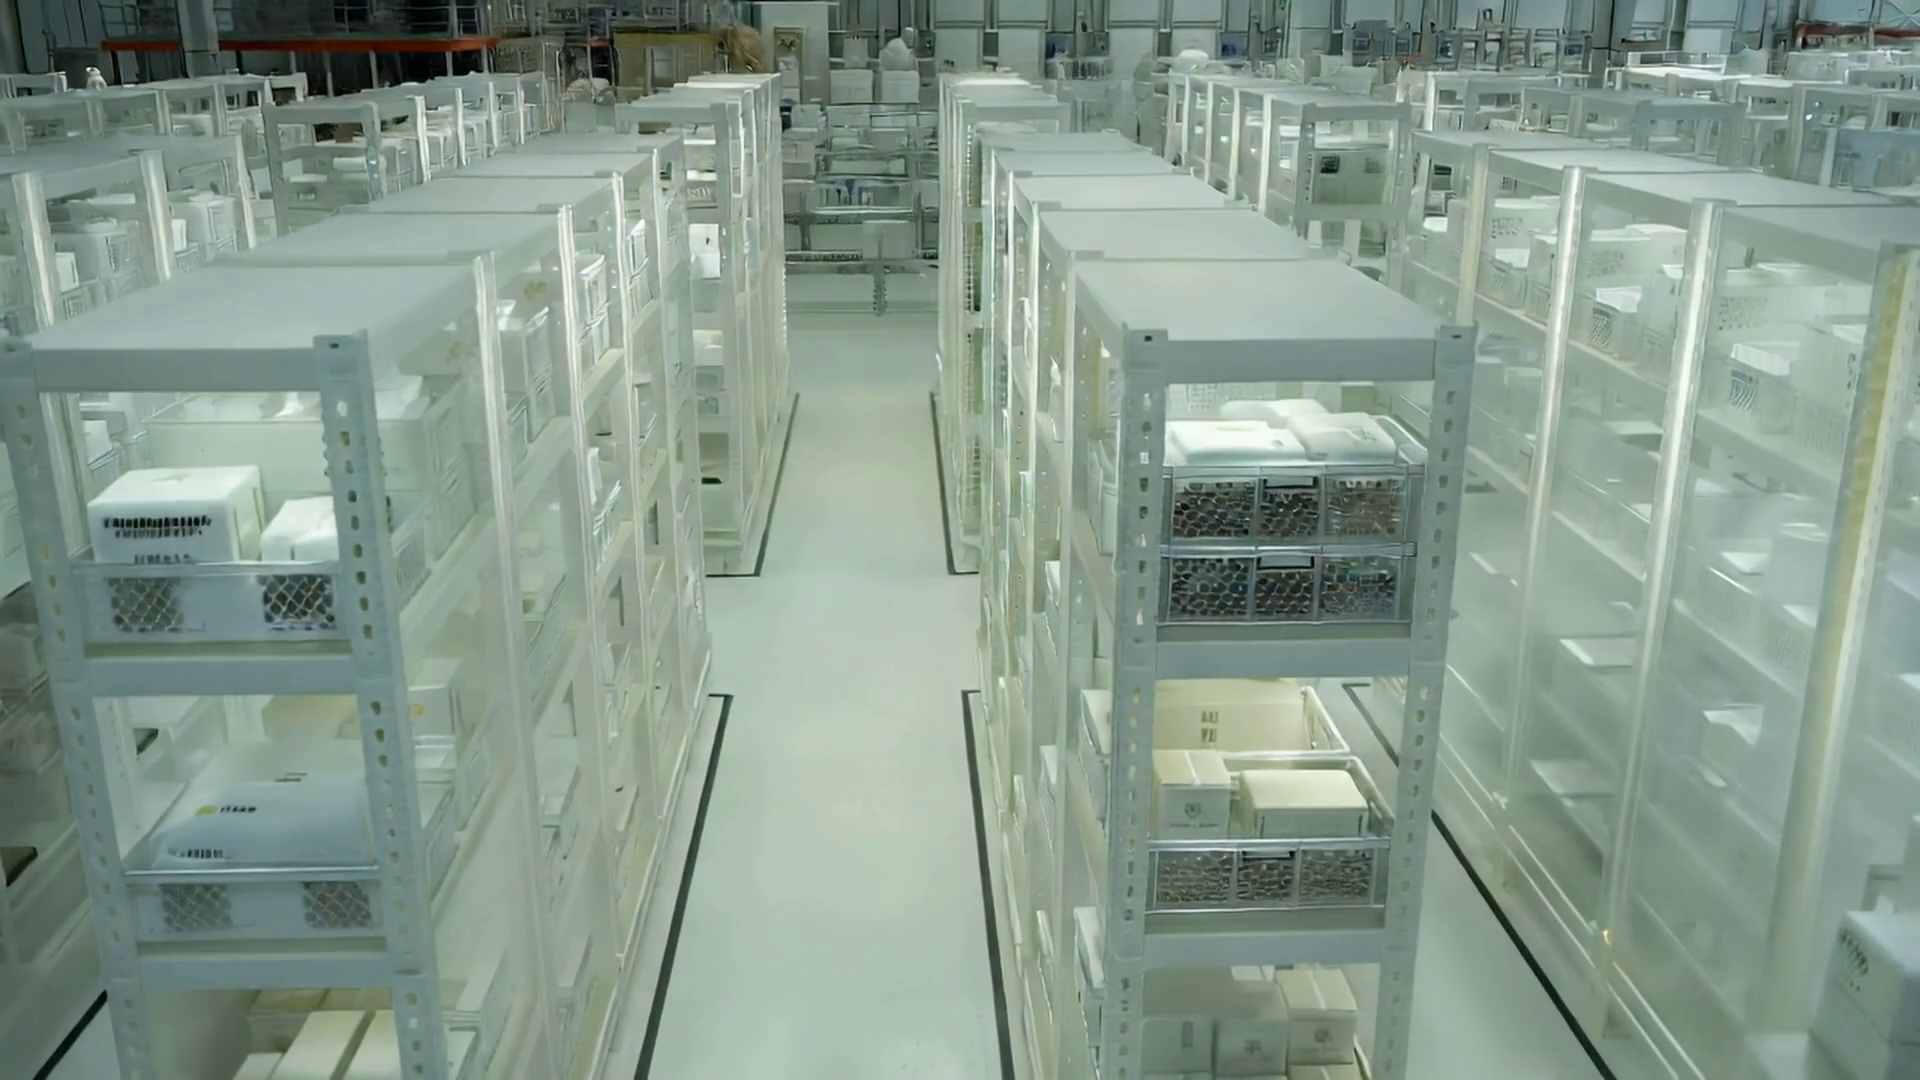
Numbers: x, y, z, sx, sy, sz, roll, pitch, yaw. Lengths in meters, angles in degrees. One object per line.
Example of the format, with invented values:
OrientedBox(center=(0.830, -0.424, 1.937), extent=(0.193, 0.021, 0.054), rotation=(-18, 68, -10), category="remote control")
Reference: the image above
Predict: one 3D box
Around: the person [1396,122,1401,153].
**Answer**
OrientedBox(center=(12.080, -10.980, 45.167), extent=(0.540, 1.685, 0.536), rotation=(0, 18, 0), category="person")

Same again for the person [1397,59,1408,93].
OrientedBox(center=(21.972, -23.060, 82.593), extent=(0.532, 1.658, 0.872), rotation=(4, 18, 12), category="person")

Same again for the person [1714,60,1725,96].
OrientedBox(center=(32.978, -19.849, 72.214), extent=(0.571, 1.923, 0.398), rotation=(15, 23, 38), category="person")

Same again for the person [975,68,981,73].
OrientedBox(center=(0.721, -17.424, 64.821), extent=(0.505, 1.862, 0.329), rotation=(-11, 21, -29), category="person")

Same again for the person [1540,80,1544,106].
OrientedBox(center=(19.473, -14.784, 56.358), extent=(1.058, 2.000, 0.683), rotation=(6, 19, 18), category="person")

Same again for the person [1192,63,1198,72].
OrientedBox(center=(9.263, -17.797, 65.705), extent=(0.603, 2.034, 0.417), rotation=(5, 18, 14), category="person")

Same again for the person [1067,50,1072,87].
OrientedBox(center=(5.750, -24.871, 87.737), extent=(0.354, 1.939, 0.544), rotation=(2, 18, 7), category="person")

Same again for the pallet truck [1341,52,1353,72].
OrientedBox(center=(18.794, -23.123, 82.231), extent=(0.823, 1.965, 1.885), rotation=(-13, 22, -35), category="pallet truck")

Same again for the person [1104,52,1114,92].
OrientedBox(center=(7.457, -23.446, 83.322), extent=(0.406, 1.938, 0.615), rotation=(-8, 20, -23), category="person")

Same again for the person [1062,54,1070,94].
OrientedBox(center=(5.118, -22.712, 81.094), extent=(0.504, 1.905, 0.601), rotation=(-4, 18, -11), category="person")

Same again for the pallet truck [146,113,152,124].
OrientedBox(center=(-18.087, -8.309, 36.390), extent=(1.885, 1.965, 0.823), rotation=(-1, 18, -4), category="pallet truck")

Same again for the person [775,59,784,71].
OrientedBox(center=(-8.819, -22.748, 81.344), extent=(0.431, 1.836, 0.619), rotation=(-11, 21, -30), category="person")

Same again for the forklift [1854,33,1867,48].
OrientedBox(center=(45.252, -24.022, 83.600), extent=(1.873, 2.768, 1.129), rotation=(-10, 21, -29), category="forklift")

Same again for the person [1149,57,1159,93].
OrientedBox(center=(9.635, -23.114, 82.625), extent=(0.484, 1.735, 0.311), rotation=(4, 18, 11), category="person")

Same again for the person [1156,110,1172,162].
OrientedBox(center=(5.186, -9.987, 42.026), extent=(0.538, 1.729, 0.890), rotation=(-2, 18, -7), category="person")

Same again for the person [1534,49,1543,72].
OrientedBox(center=(30.831, -25.248, 88.961), extent=(0.930, 1.896, 0.569), rotation=(-12, 21, -33), category="person")

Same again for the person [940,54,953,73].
OrientedBox(center=(-0.647, -22.586, 80.665), extent=(0.638, 1.937, 0.356), rotation=(1, 18, 4), category="person")

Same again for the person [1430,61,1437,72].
OrientedBox(center=(21.743, -21.165, 76.620), extent=(0.882, 1.718, 0.530), rotation=(1, 18, 3), category="person")

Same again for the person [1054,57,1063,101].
OrientedBox(center=(4.356, -20.545, 74.258), extent=(0.382, 1.995, 0.612), rotation=(-10, 20, -27), category="person")

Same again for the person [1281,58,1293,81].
OrientedBox(center=(14.857, -20.990, 75.820), extent=(0.499, 1.879, 0.667), rotation=(-4, 18, -11), category="person")

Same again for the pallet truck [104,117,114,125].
OrientedBox(center=(-18.367, -7.885, 35.078), extent=(1.885, 1.965, 0.823), rotation=(1, 18, 2), category="pallet truck")

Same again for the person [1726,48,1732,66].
OrientedBox(center=(41.629, -25.668, 90.226), extent=(0.368, 1.932, 0.622), rotation=(1, 18, 2), category="person")

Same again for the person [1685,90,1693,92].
OrientedBox(center=(27.426, -16.820, 62.823), extent=(0.553, 1.935, 0.364), rotation=(17, 24, 41), category="person")

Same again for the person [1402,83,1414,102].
OrientedBox(center=(15.428, -14.858, 56.963), extent=(0.646, 1.815, 0.603), rotation=(8, 19, 23), category="person")

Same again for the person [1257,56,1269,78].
OrientedBox(center=(14.818, -22.653, 81.058), extent=(0.624, 1.819, 0.651), rotation=(-16, 24, -40), category="person")

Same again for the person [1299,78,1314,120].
OrientedBox(center=(11.863, -14.860, 56.934), extent=(0.931, 1.838, 0.523), rotation=(1, 18, 4), category="person")

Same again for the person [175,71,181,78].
OrientedBox(center=(-29.260, -16.725, 62.682), extent=(0.906, 1.853, 0.584), rotation=(-1, 18, -4), category="person")
